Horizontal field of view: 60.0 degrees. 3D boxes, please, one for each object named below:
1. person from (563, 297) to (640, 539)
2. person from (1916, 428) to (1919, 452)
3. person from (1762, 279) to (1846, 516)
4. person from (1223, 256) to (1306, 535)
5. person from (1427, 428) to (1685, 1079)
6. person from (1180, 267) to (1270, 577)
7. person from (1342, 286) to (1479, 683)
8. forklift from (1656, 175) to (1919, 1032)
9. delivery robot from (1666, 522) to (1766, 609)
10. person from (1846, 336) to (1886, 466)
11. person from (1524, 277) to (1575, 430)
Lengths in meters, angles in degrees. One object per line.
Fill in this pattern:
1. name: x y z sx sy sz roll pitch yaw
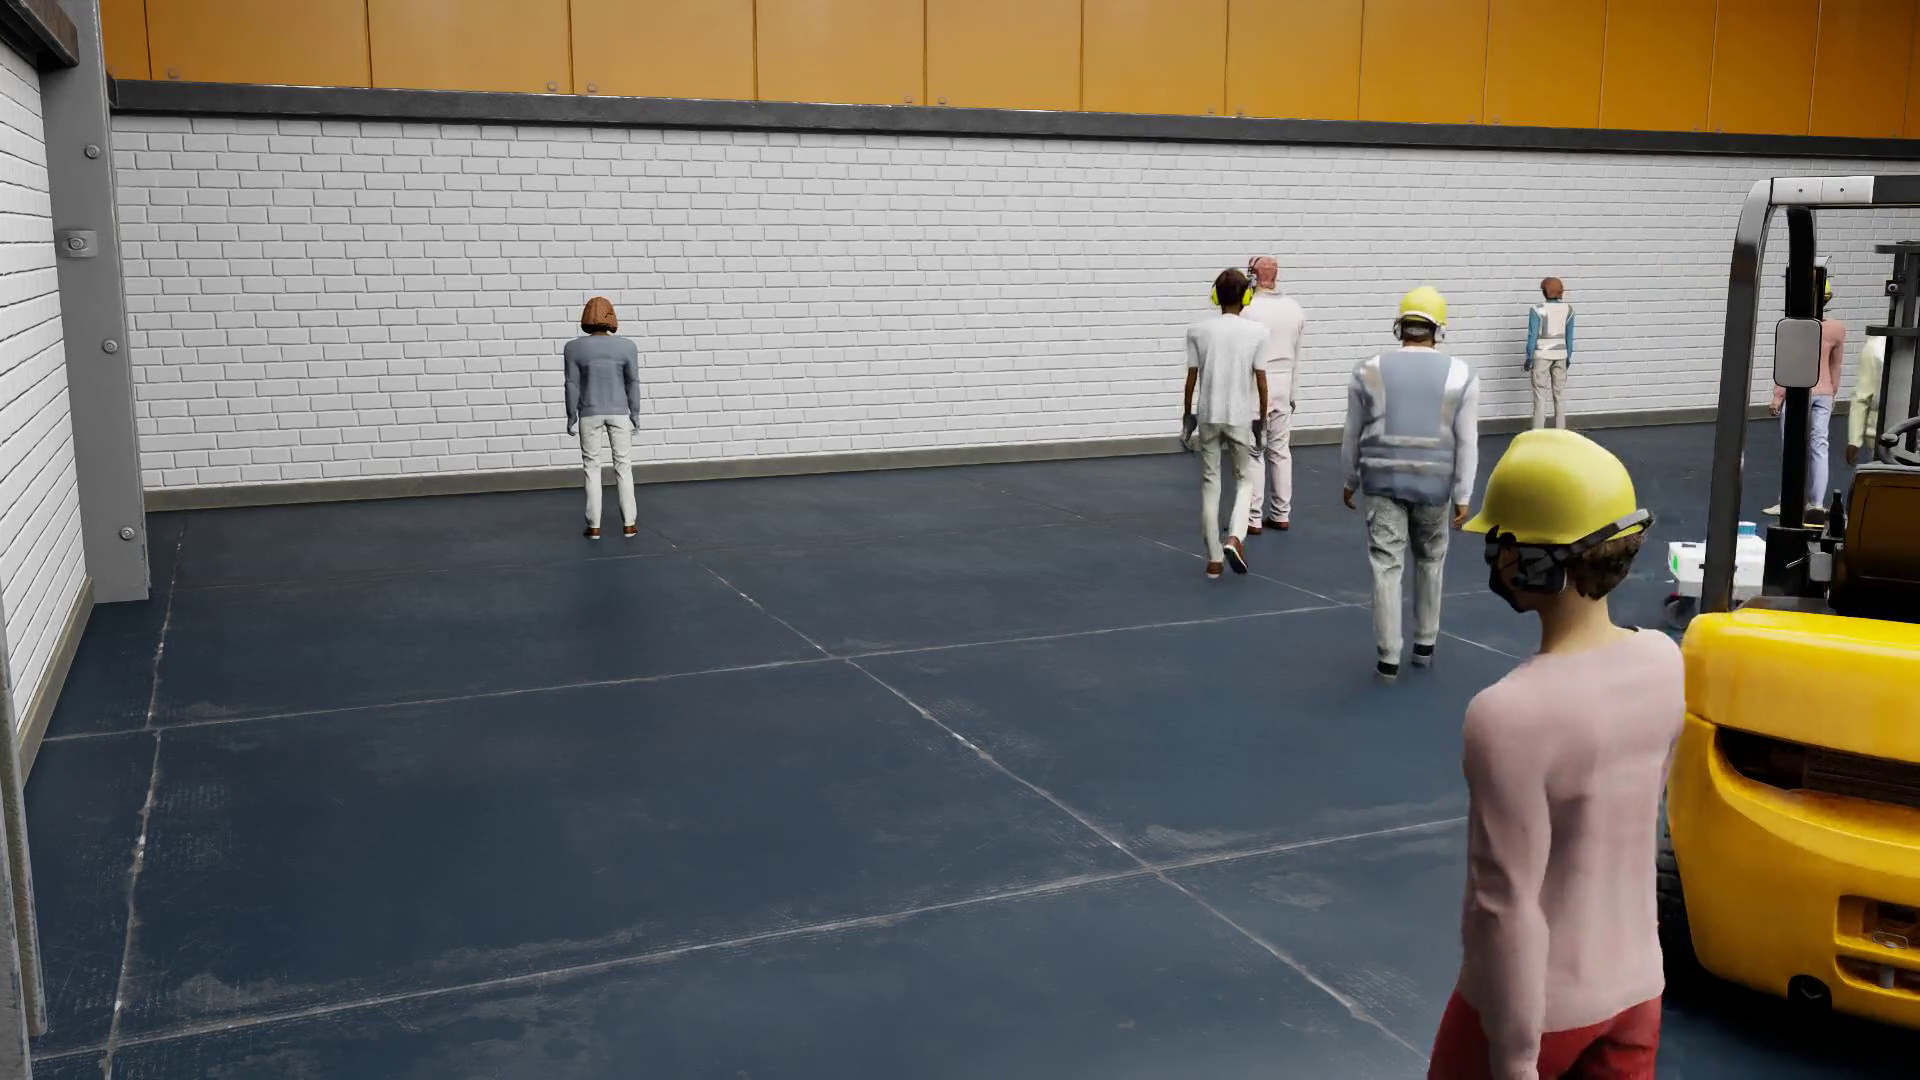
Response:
1. person: -2.416 -0.823 11.258 0.502 1.631 0.284 -3 11 -15
2. person: 4.645 -0.266 7.724 0.801 1.813 0.531 10 14 43
3. person: 6.141 -1.042 12.090 0.530 1.772 0.302 -2 11 -12
4. person: 2.056 -0.989 11.429 0.652 1.904 0.402 -7 13 -35
5. person: 0.979 0.702 2.548 0.516 1.745 0.741 -7 12 -33
6. person: 1.561 -0.683 9.895 0.529 1.857 0.442 3 11 14
7. person: 2.084 -0.270 7.763 0.596 1.799 0.764 2 11 13
8. forklift: 2.810 0.094 4.662 1.214 2.155 2.313 7 12 34
9. delivery robot: 4.050 0.149 8.619 0.707 0.478 0.477 4 11 21
10. person: 5.516 -0.617 9.682 0.593 1.804 0.883 7 12 33
11. person: 5.910 -1.811 16.695 0.522 1.637 0.310 -3 11 -15
